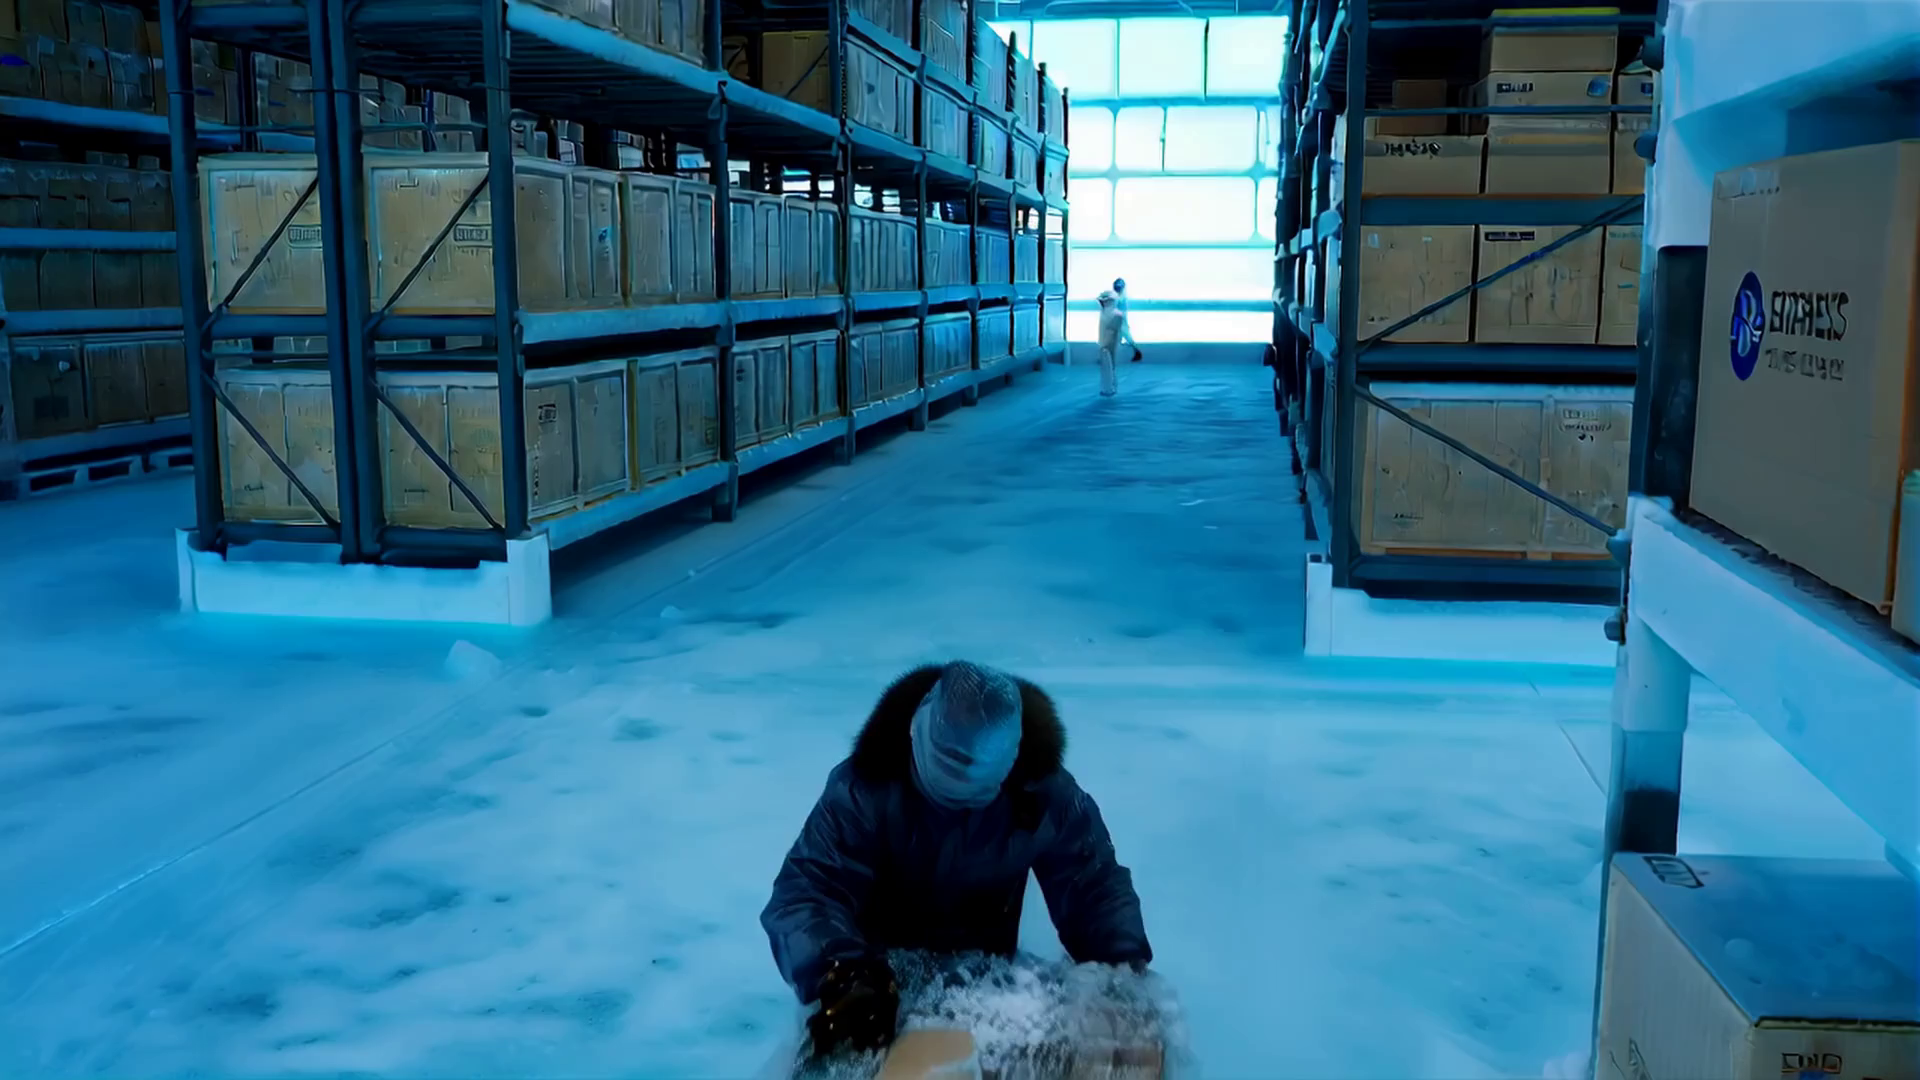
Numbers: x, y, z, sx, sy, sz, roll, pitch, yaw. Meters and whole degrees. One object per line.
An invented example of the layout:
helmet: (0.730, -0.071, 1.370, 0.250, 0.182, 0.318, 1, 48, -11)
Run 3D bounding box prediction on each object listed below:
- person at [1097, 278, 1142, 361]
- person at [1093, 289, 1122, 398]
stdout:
person: (3.686, -4.999, 37.822, 1.025, 1.882, 0.566, 1, 9, 8)
person: (2.387, -3.156, 26.781, 0.312, 1.744, 0.487, -7, 11, -36)
